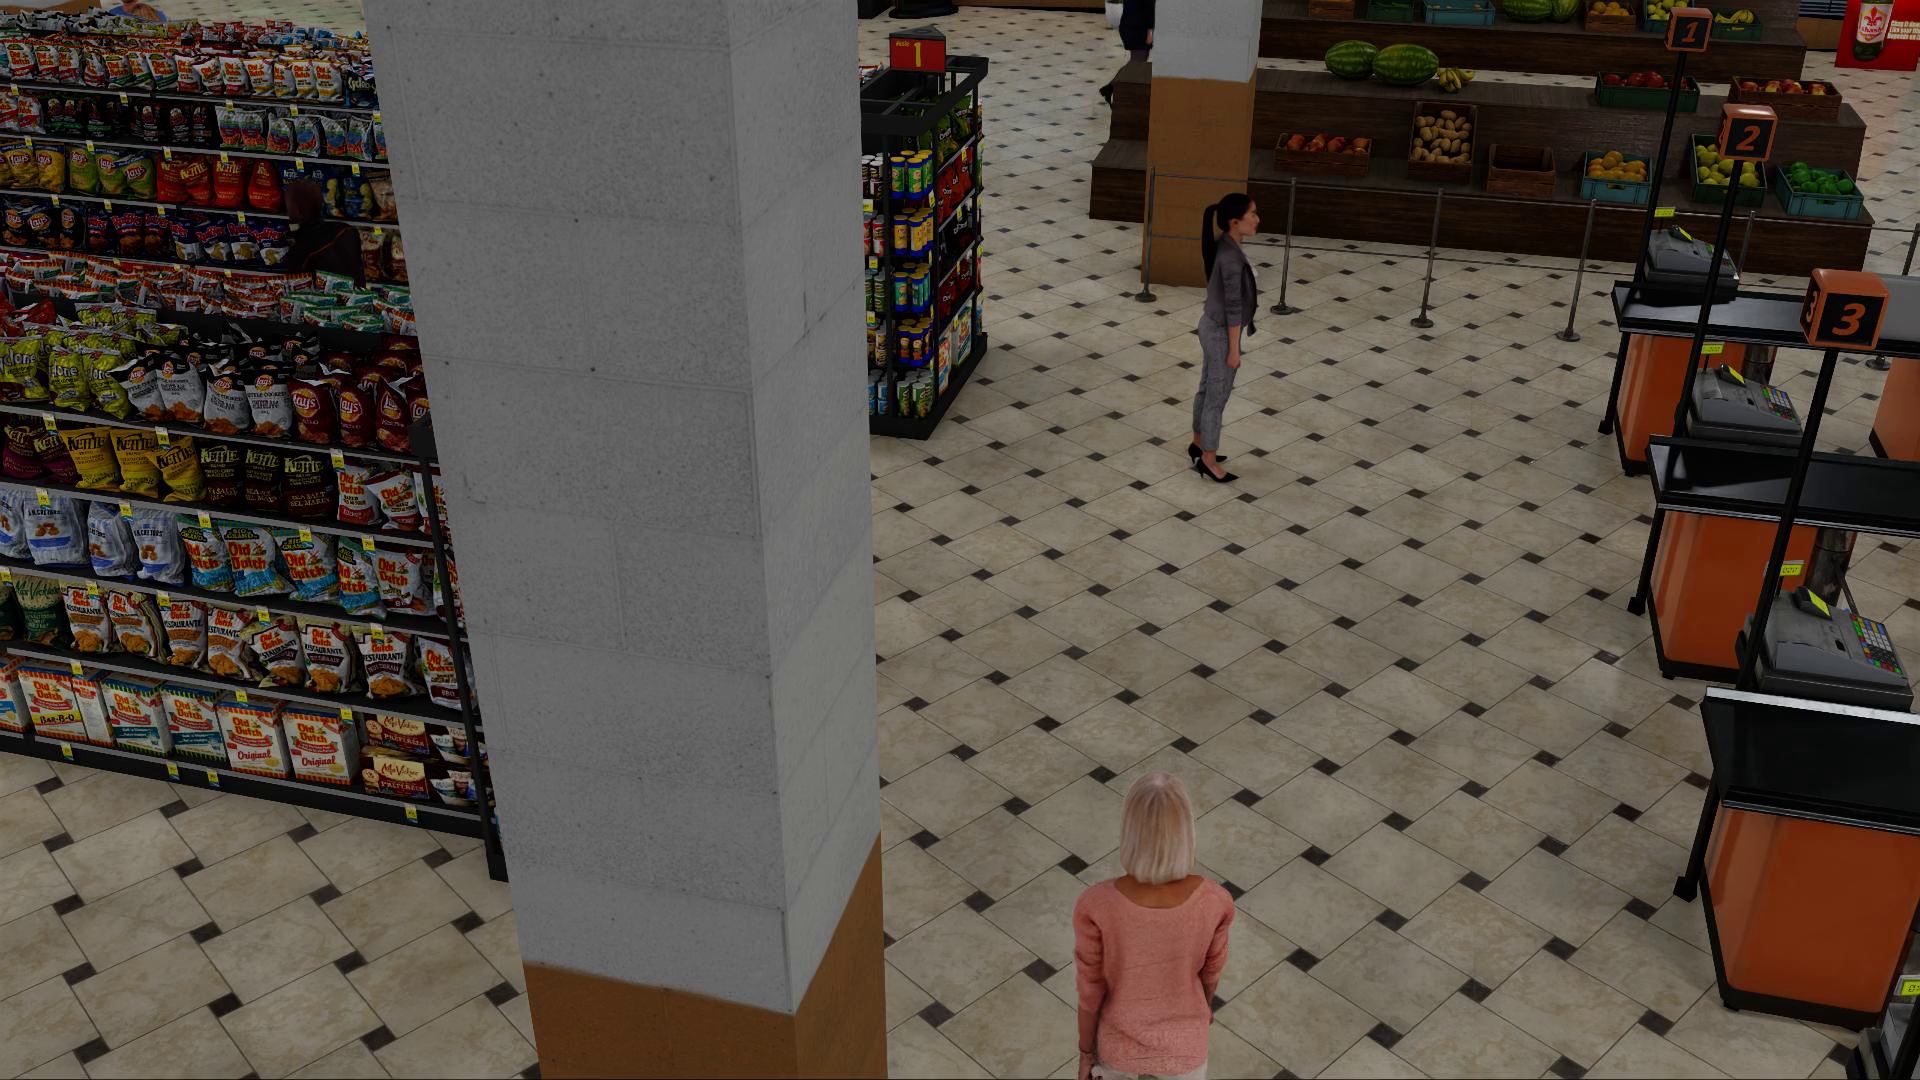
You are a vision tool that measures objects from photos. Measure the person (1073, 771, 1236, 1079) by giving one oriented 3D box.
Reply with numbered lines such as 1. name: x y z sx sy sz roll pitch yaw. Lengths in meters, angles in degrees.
1. person: 0.529 1.458 4.671 0.897 1.699 0.785 2 29 3

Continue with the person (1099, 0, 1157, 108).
1. person: 1.751 -5.200 16.912 1.116 1.654 1.026 -13 31 -22

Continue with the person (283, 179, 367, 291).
1. person: -3.416 -1.121 9.277 0.973 1.810 0.771 11 31 20

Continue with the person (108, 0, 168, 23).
1. person: -7.068 -3.998 14.491 0.656 1.863 0.794 -4 29 -8

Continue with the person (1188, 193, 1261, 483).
1. person: 1.488 -1.155 9.479 0.679 1.677 0.693 -2 29 -3
